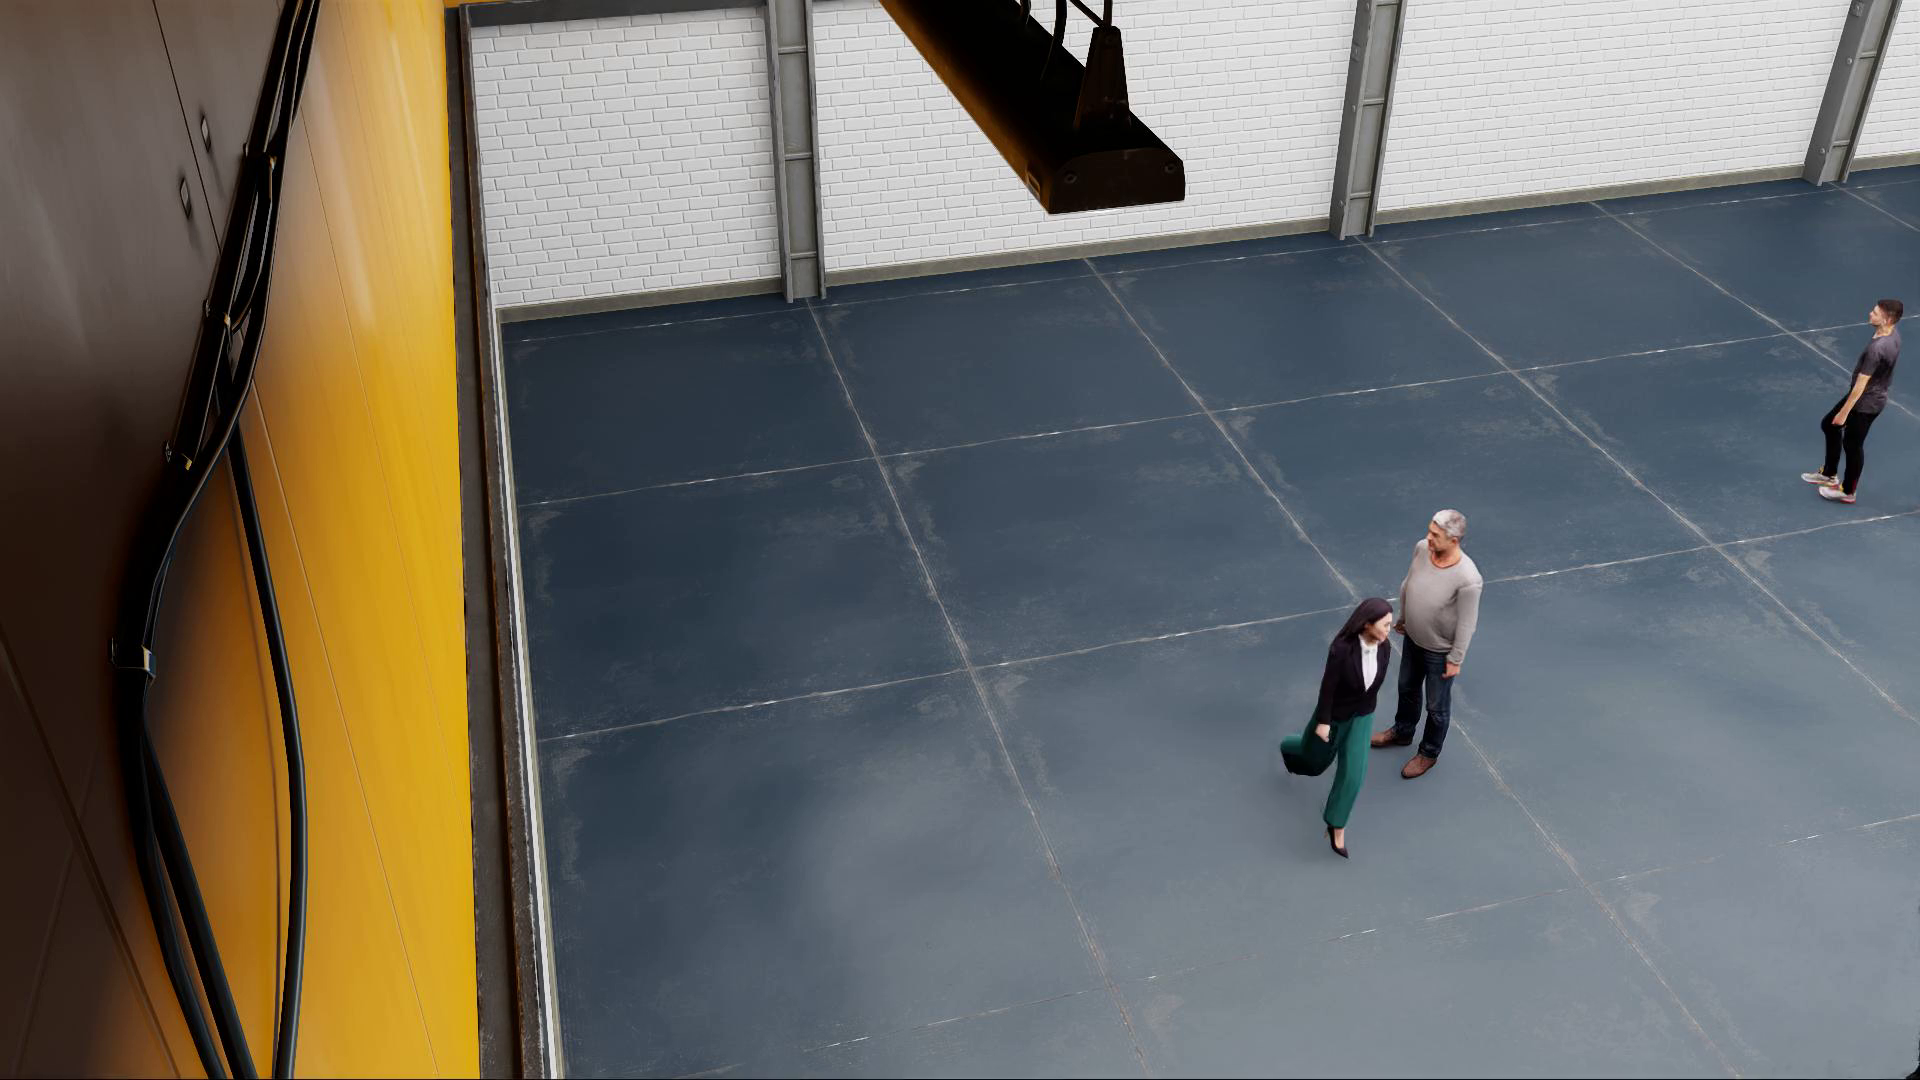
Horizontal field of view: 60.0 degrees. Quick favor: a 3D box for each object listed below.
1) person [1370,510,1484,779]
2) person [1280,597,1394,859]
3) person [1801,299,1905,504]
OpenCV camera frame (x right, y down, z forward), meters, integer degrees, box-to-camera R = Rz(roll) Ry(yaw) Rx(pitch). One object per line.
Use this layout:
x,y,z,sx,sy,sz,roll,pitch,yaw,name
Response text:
2.939,0.618,10.345,0.692,1.909,0.785,-15,36,-21,person
2.230,1.030,9.921,1.011,1.692,0.665,-6,34,-10,person
7.147,-1.053,13.005,0.878,1.746,0.815,18,38,25,person
